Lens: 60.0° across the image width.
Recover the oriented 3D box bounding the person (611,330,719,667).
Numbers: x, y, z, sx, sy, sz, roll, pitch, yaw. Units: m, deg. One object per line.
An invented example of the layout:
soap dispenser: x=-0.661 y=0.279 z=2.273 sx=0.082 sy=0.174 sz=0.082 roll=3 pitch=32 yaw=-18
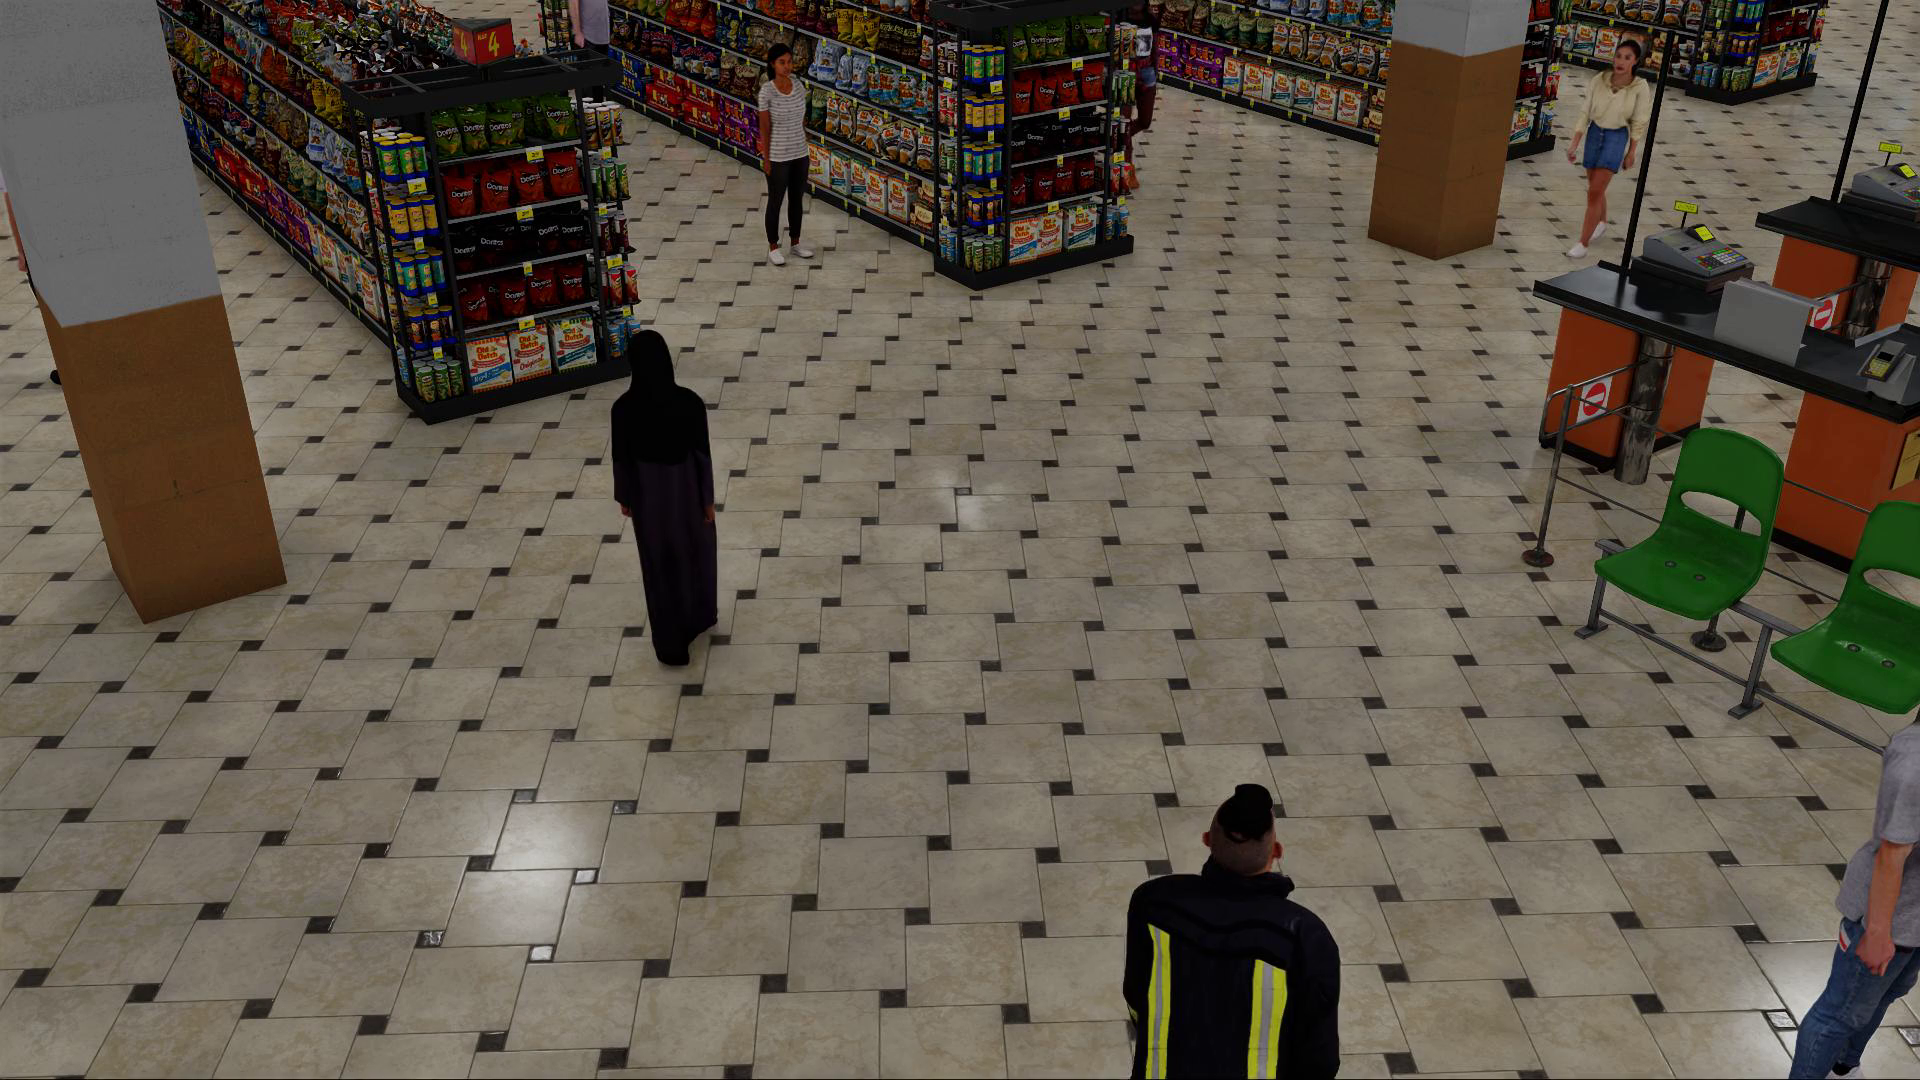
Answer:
person: x=-1.333 y=-0.160 z=7.551 sx=0.829 sy=1.609 sz=0.929 roll=-3 pitch=29 yaw=-5

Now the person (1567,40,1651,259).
person: x=4.990 y=-3.024 z=12.812 sx=0.795 sy=1.594 sz=1.029 roll=-25 pitch=37 yaw=-38

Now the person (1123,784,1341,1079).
person: x=0.657 y=1.455 z=4.349 sx=1.054 sy=1.844 sz=1.091 roll=9 pitch=30 yaw=16

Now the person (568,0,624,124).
person: x=-3.545 y=-4.889 z=15.976 sx=0.792 sy=1.837 sz=0.767 roll=9 pitch=30 yaw=17

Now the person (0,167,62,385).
person: x=-5.693 y=-1.879 z=10.449 sx=0.727 sy=1.849 sz=0.737 roll=15 pitch=32 yaw=26

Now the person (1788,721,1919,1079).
person: x=2.858 y=1.058 z=5.027 sx=0.657 sy=1.890 sz=0.545 roll=-19 pitch=34 yaw=-31

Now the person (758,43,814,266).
person: x=-1.320 y=-2.918 z=12.564 sx=0.587 sy=1.646 sz=0.544 roll=-23 pitch=36 yaw=-35

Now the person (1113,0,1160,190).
person: x=1.468 y=-3.946 z=14.380 sx=0.795 sy=1.710 sz=1.031 roll=-8 pitch=30 yaw=-14
